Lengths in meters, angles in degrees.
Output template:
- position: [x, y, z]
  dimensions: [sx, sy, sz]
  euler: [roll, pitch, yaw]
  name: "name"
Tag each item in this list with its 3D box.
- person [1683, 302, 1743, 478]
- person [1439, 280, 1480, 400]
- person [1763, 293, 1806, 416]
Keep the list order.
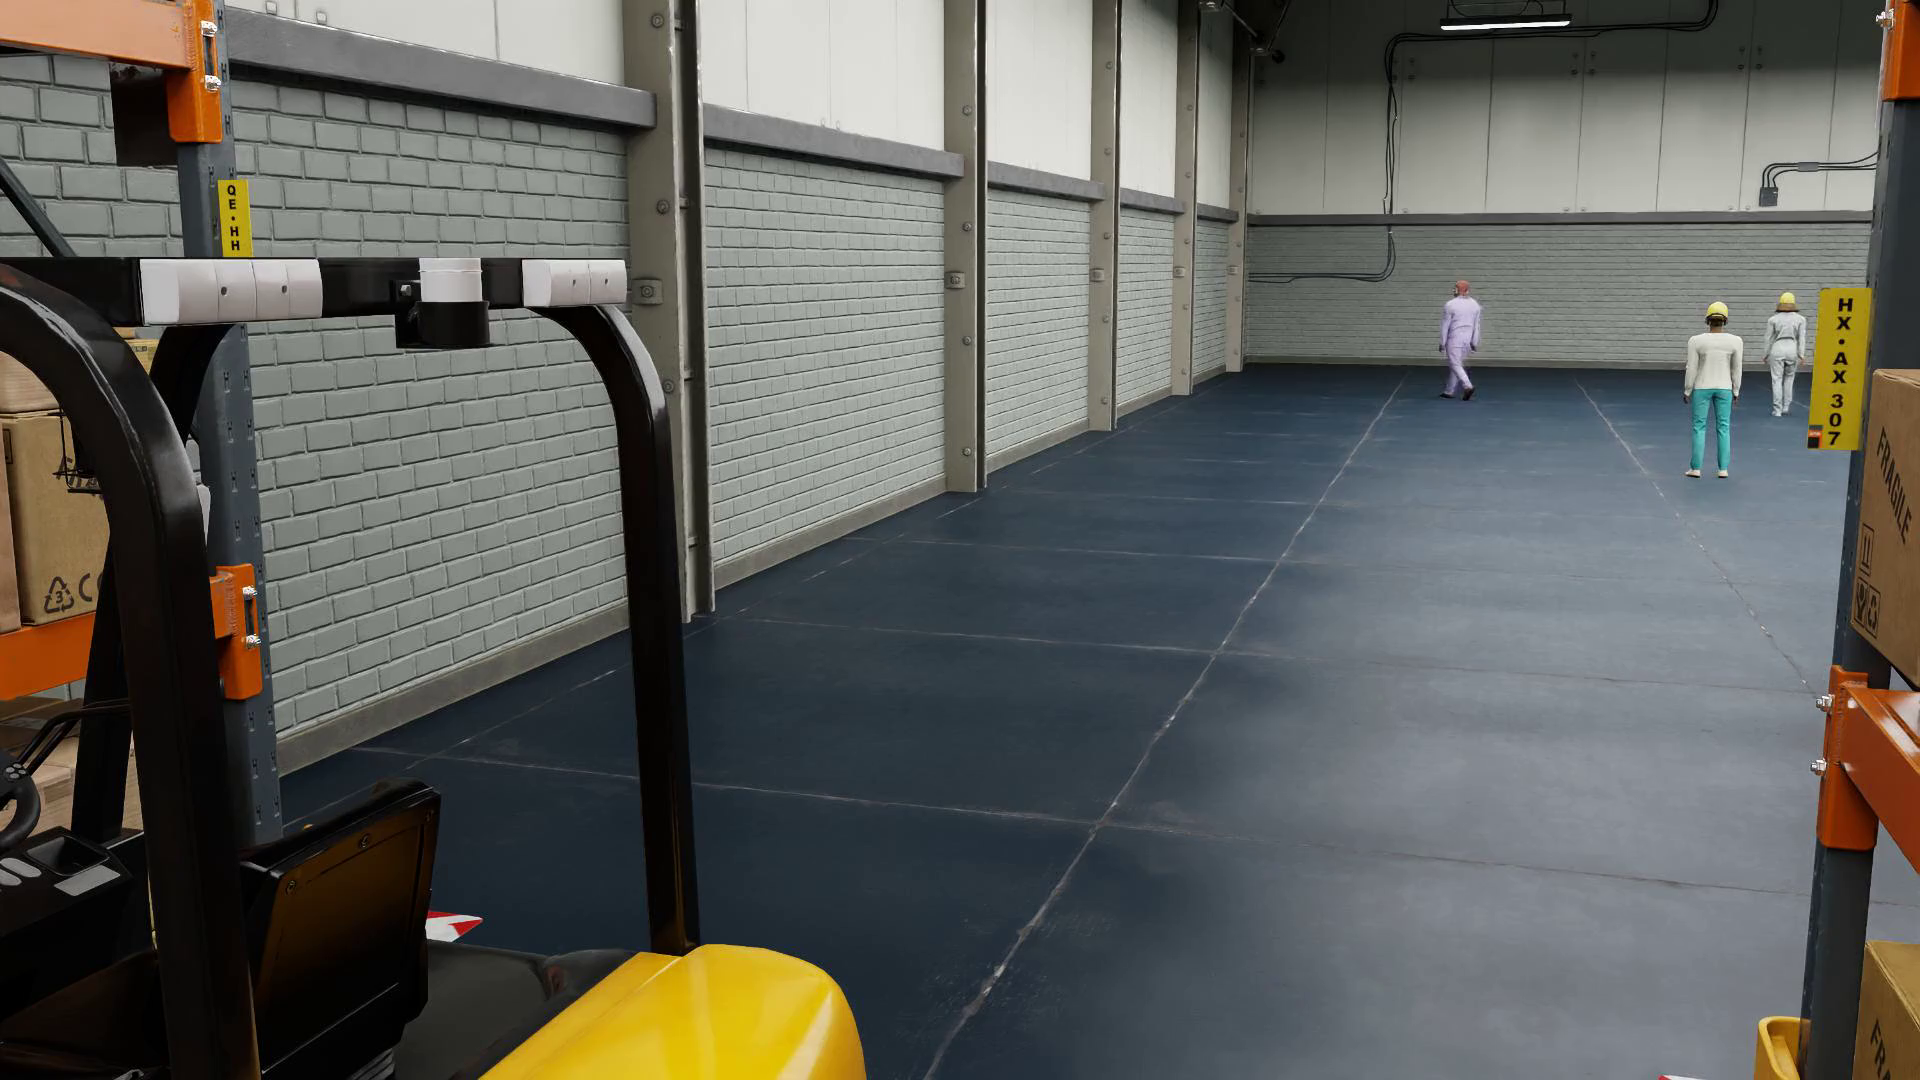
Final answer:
- position: [7.540, -1.499, 16.686]
  dimensions: [0.533, 1.767, 0.326]
  euler: [2, 10, 12]
  name: "person"
- position: [7.840, -3.129, 26.073]
  dimensions: [0.649, 1.873, 0.897]
  euler: [-4, 10, -23]
  name: "person"
- position: [11.636, -2.626, 23.530]
  dimensions: [0.512, 1.715, 0.743]
  euler: [3, 10, 17]
  name: "person"
